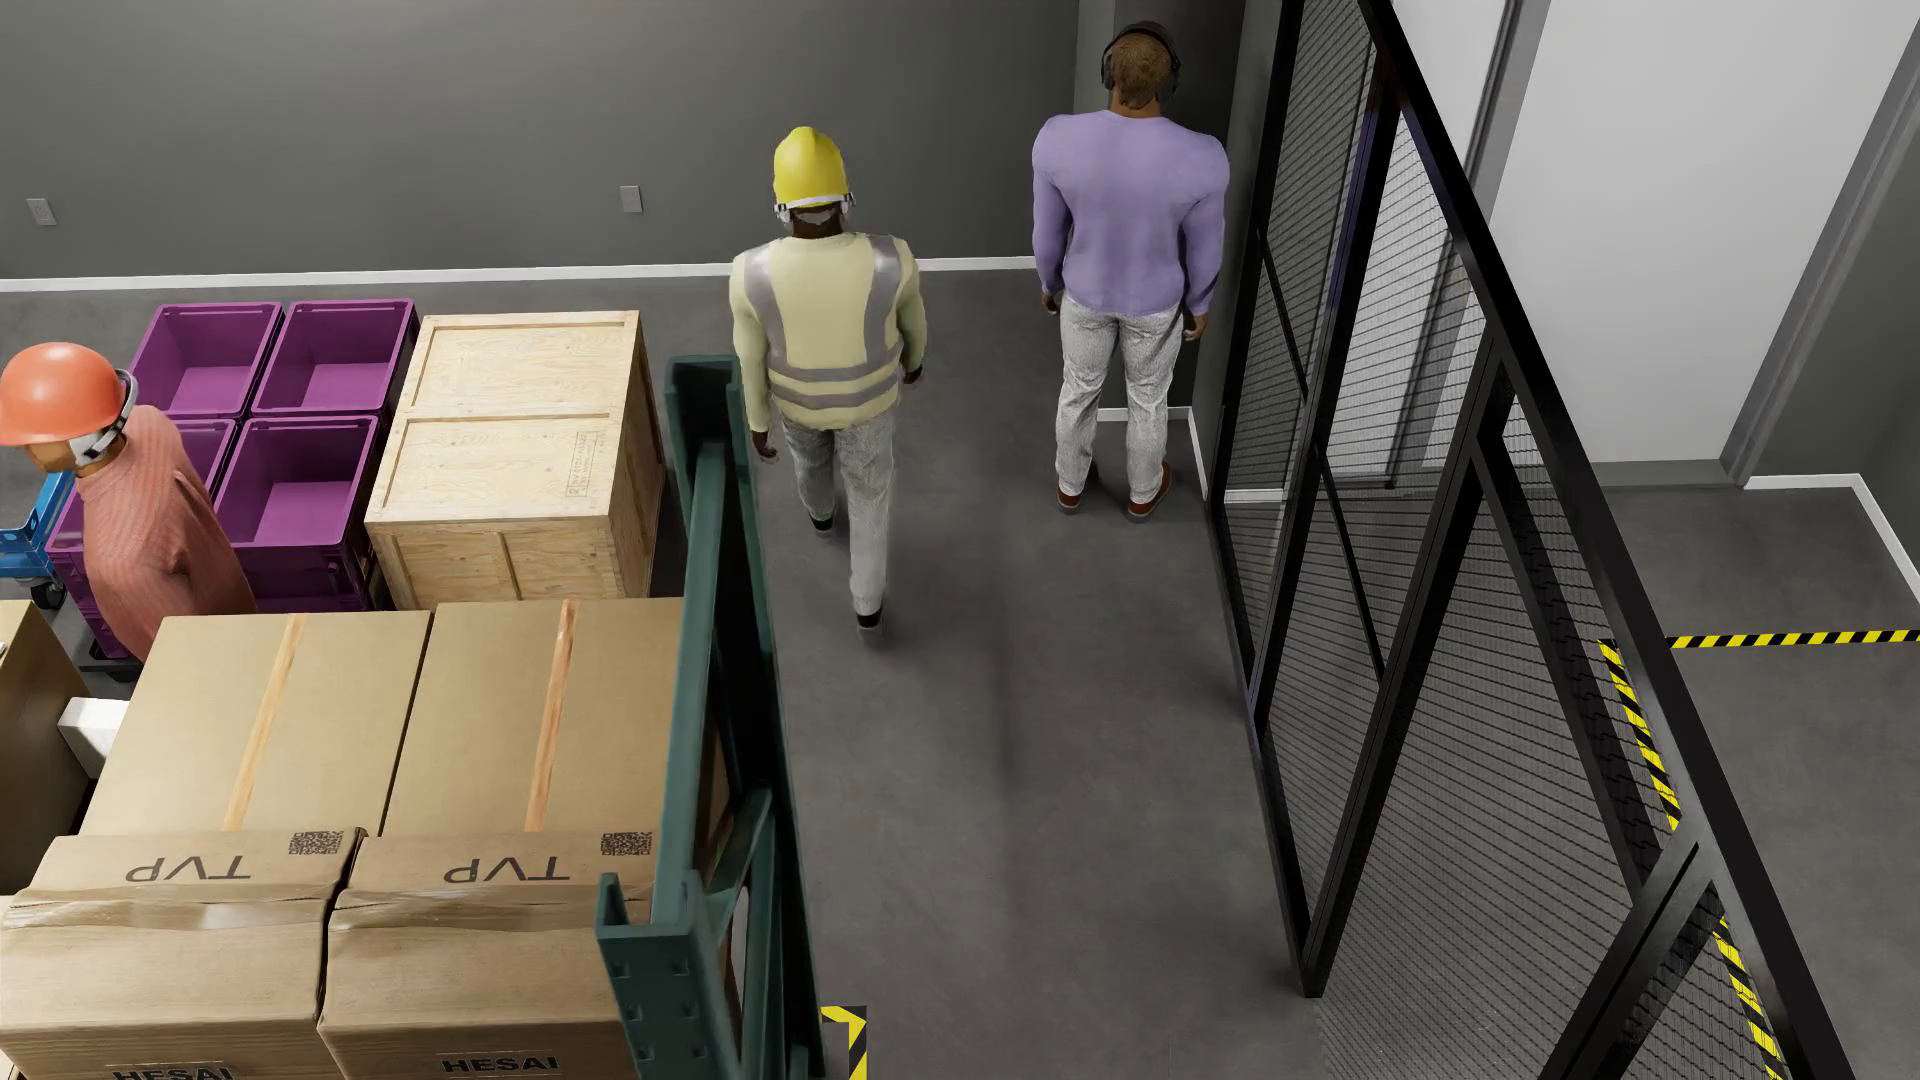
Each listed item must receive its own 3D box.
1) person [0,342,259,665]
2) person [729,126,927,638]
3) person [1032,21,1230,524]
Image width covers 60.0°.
[{"bbox_3d":[-2.059,0.260,4.468,0.383,1.995,0.622,-12,48,-11],"label":"person"},{"bbox_3d":[-0.402,-0.513,5.340,0.596,1.796,0.806,-2,46,-1],"label":"person"},{"bbox_3d":[0.542,-0.832,5.552,0.632,1.939,0.372,10,47,9],"label":"person"}]
